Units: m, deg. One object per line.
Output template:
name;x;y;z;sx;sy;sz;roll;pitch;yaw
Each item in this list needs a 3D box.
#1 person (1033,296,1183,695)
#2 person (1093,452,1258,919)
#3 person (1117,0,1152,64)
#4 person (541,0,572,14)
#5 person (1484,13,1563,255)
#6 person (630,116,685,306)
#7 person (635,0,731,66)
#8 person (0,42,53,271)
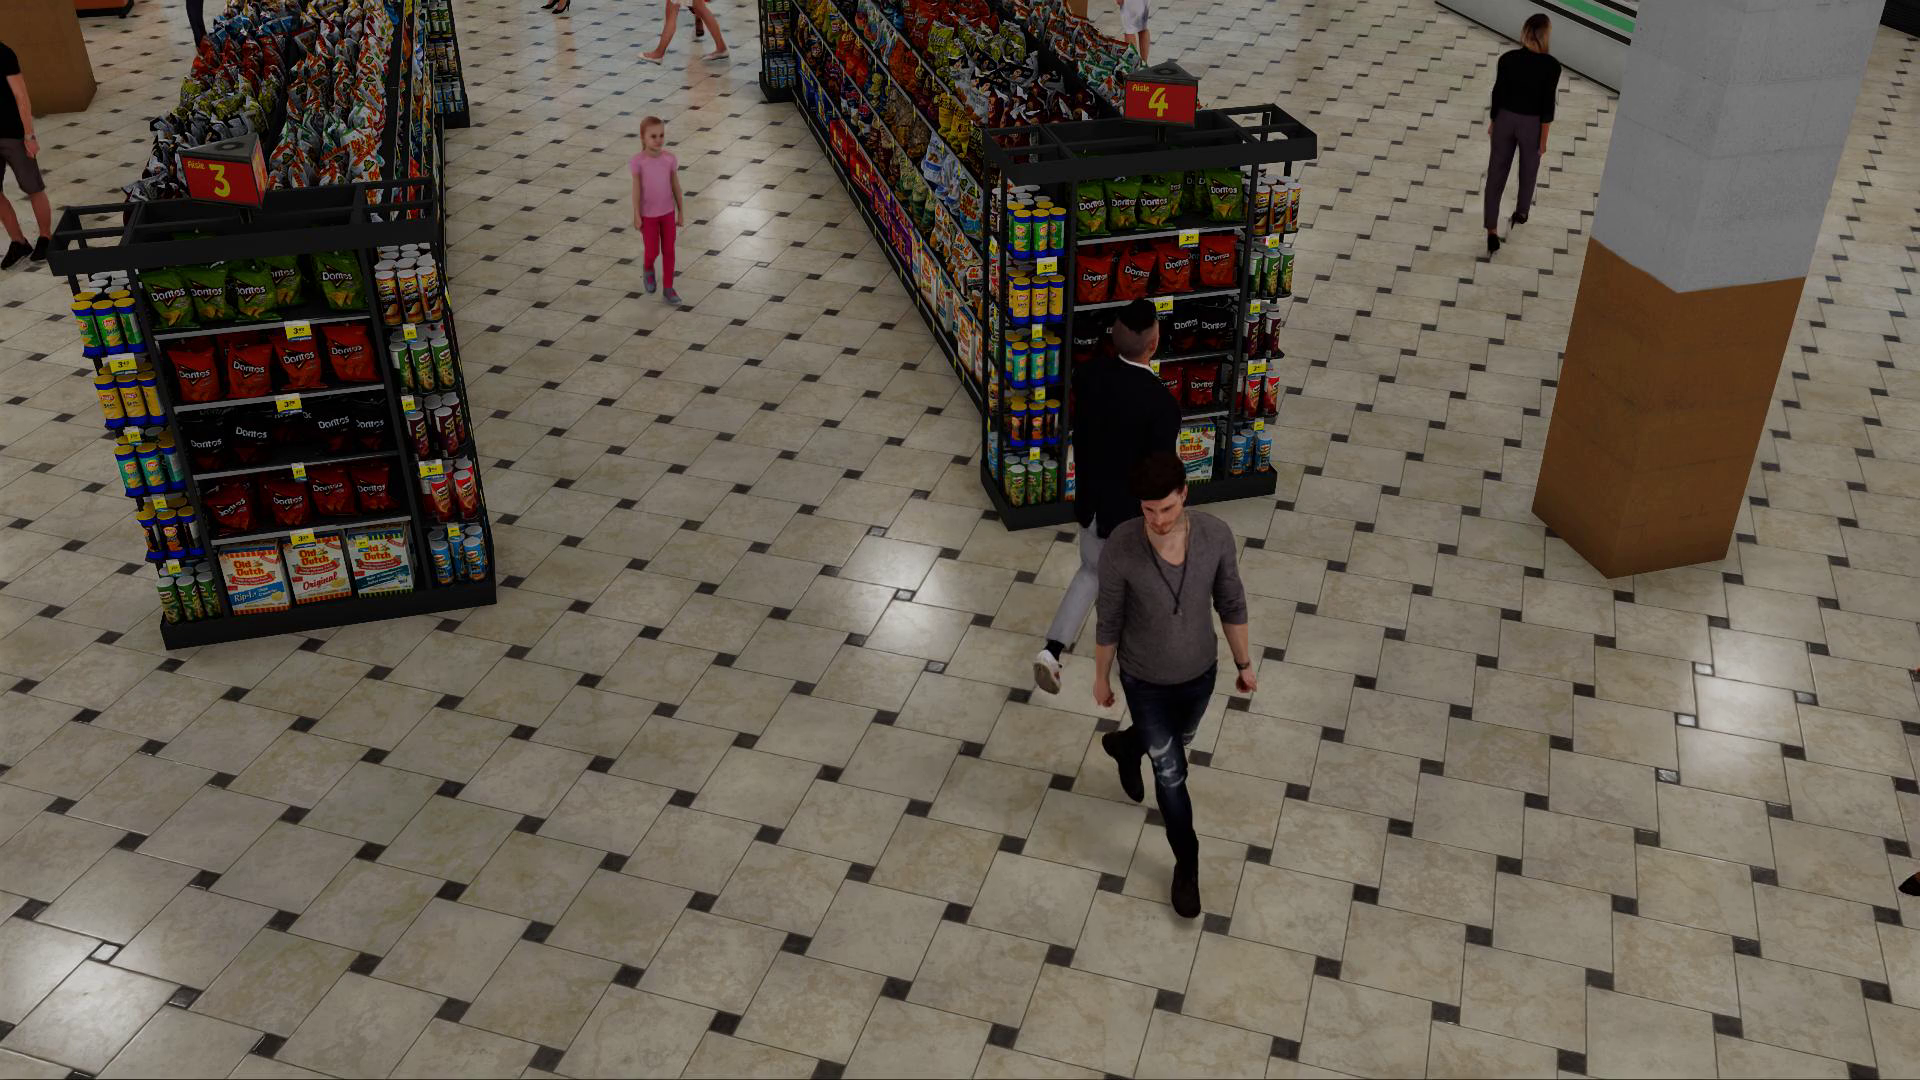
person;0.623;-0.144;7.086;1.114;1.933;1.117;24;39;33
person;0.749;0.436;6.223;0.755;1.859;1.132;-11;33;-17
person;1.599;-5.001;15.064;0.667;1.751;0.643;25;40;34
person;-4.301;-6.440;17.313;0.862;1.818;0.776;-20;37;-29
person;3.865;-2.792;11.615;0.972;1.644;1.035;17;36;25
person;-2.028;-2.192;11.013;0.580;1.262;0.678;-16;35;-24
person;-2.507;-5.282;15.588;0.758;1.675;1.069;-5;32;-8
person;-6.577;-2.840;11.498;0.804;1.850;0.806;0;32;0
